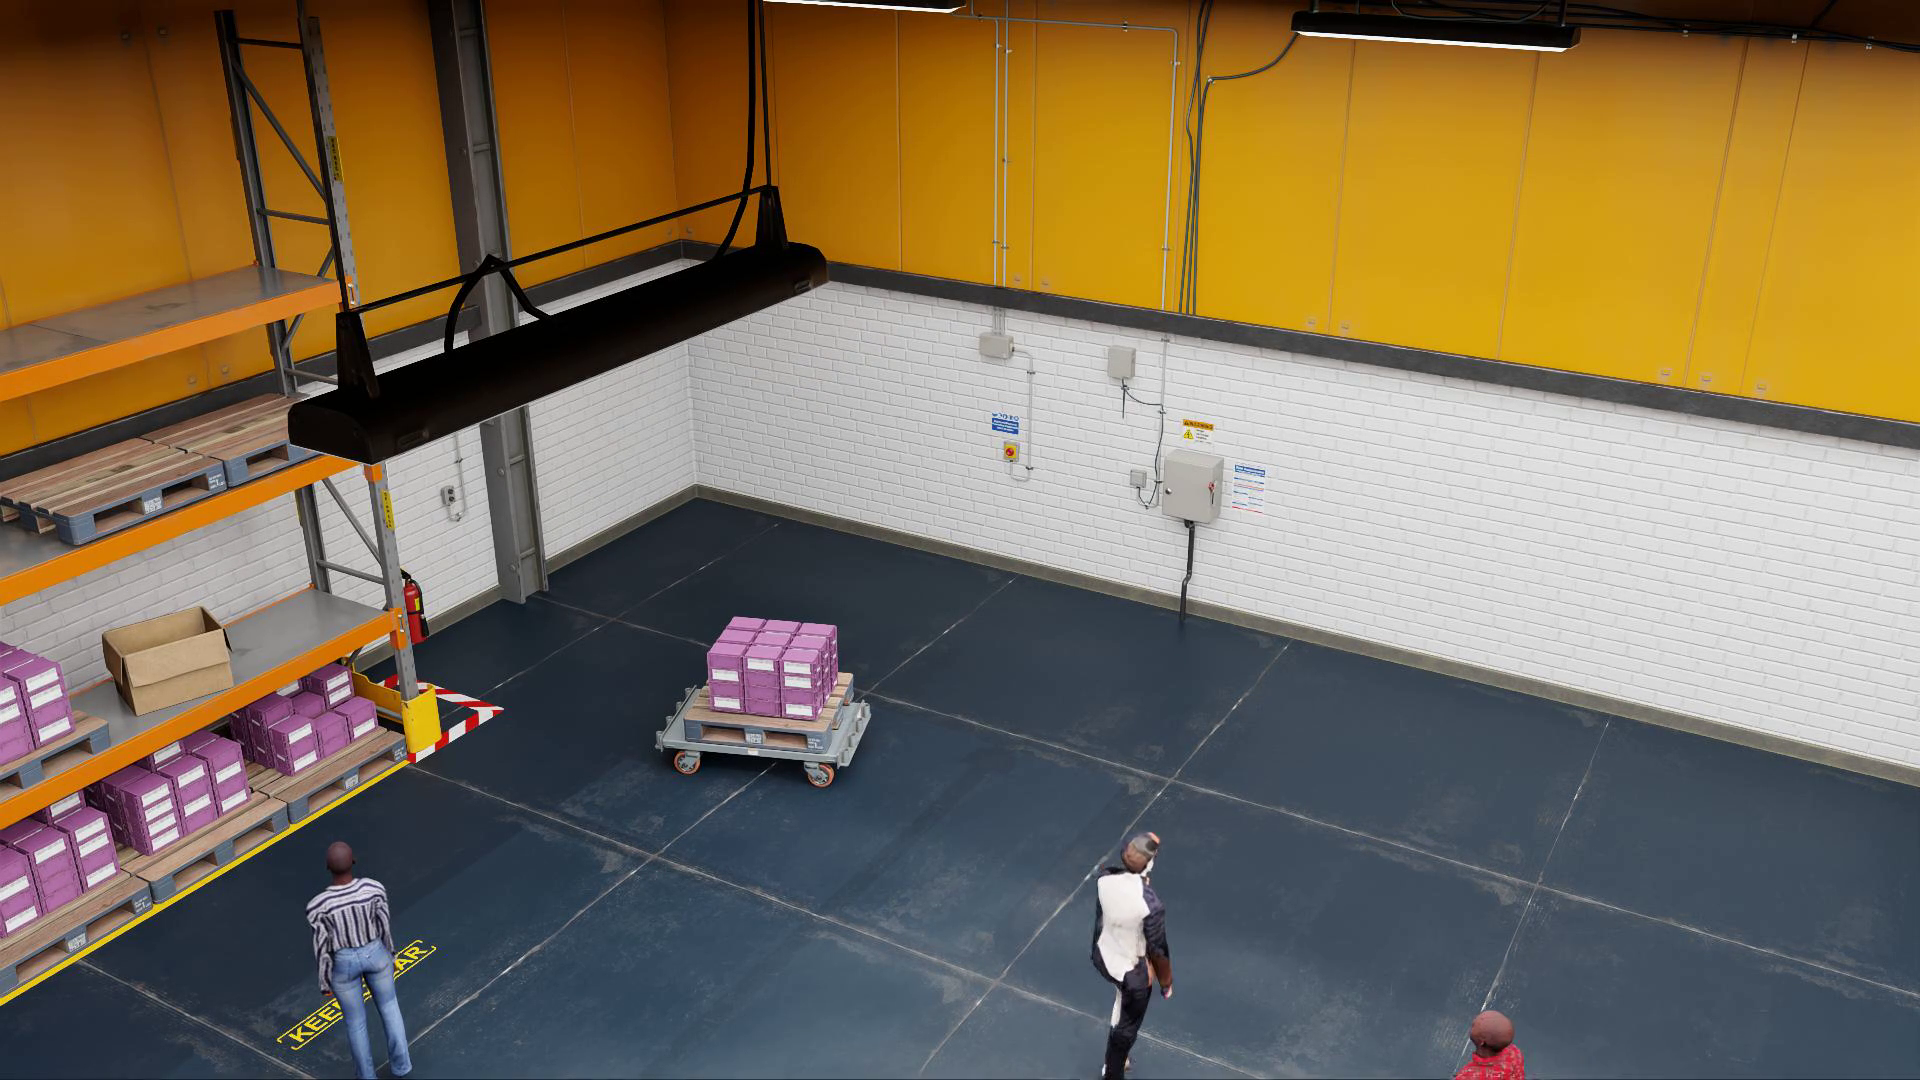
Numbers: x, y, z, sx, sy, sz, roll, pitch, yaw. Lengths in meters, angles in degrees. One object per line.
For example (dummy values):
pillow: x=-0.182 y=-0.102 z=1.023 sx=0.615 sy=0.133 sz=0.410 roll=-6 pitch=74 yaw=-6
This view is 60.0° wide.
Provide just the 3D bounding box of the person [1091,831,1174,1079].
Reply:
person: x=0.938 y=2.607 z=10.009 sx=0.813 sy=1.877 sz=0.818 roll=-17 pitch=29 yaw=-33

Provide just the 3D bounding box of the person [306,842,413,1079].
person: x=-3.643 y=2.606 z=10.114 sx=0.617 sy=1.796 sz=0.754 roll=-15 pitch=28 yaw=-31

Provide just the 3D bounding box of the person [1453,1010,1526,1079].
person: x=2.783 y=3.234 z=8.671 sx=1.239 sy=1.800 sz=1.115 roll=-13 pitch=27 yaw=-27
